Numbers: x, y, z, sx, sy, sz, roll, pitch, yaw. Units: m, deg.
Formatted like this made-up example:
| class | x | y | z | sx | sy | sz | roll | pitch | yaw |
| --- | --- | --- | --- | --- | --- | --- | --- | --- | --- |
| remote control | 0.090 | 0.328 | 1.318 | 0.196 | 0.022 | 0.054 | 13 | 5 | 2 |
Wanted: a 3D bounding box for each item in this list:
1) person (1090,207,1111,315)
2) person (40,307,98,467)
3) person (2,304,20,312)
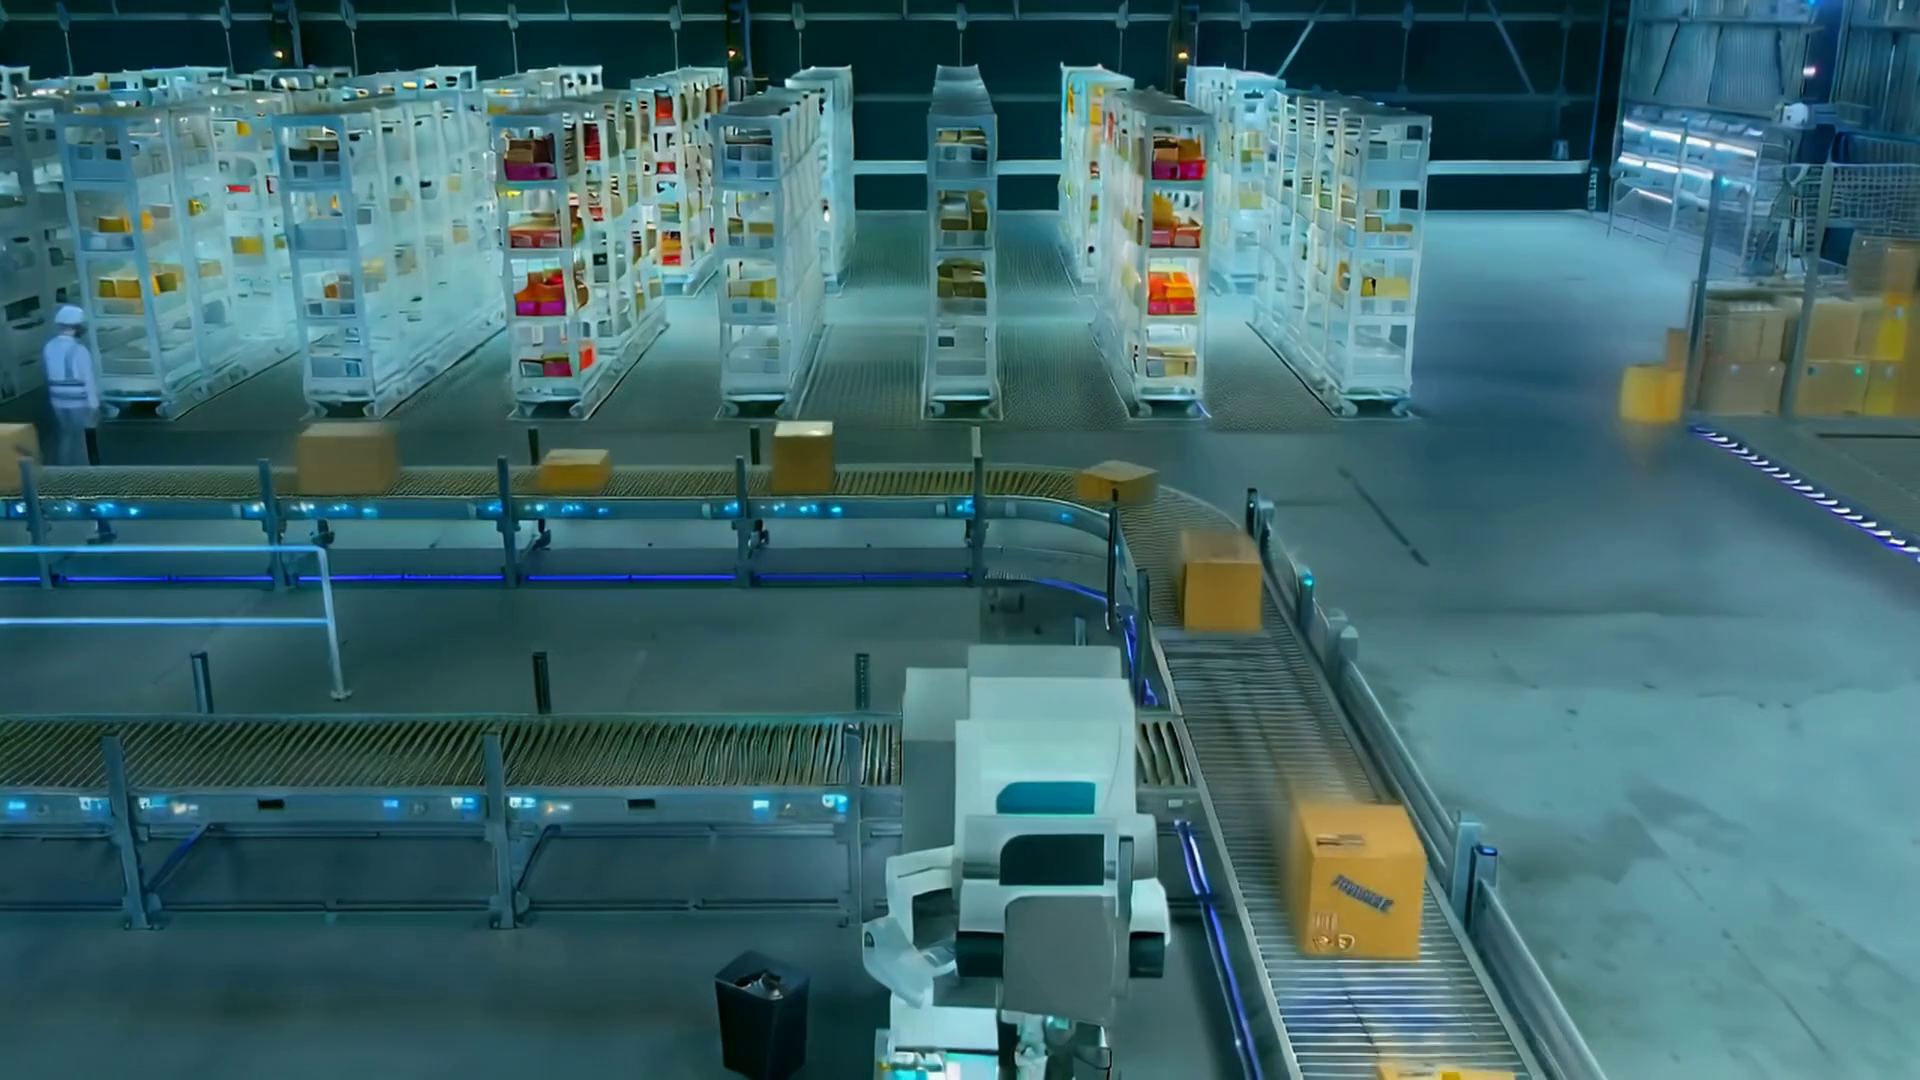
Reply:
| class | x | y | z | sx | sy | sz | roll | pitch | yaw |
| --- | --- | --- | --- | --- | --- | --- | --- | --- | --- |
| person | 2.332 | -4.491 | 26.507 | 0.563 | 1.838 | 0.383 | 9 | 20 | 26 |
| person | -8.939 | -1.391 | 16.821 | 0.632 | 1.928 | 0.439 | 8 | 20 | 24 |
| person | -15.434 | -4.477 | 26.493 | 0.682 | 1.806 | 0.630 | -4 | 18 | -11 |
